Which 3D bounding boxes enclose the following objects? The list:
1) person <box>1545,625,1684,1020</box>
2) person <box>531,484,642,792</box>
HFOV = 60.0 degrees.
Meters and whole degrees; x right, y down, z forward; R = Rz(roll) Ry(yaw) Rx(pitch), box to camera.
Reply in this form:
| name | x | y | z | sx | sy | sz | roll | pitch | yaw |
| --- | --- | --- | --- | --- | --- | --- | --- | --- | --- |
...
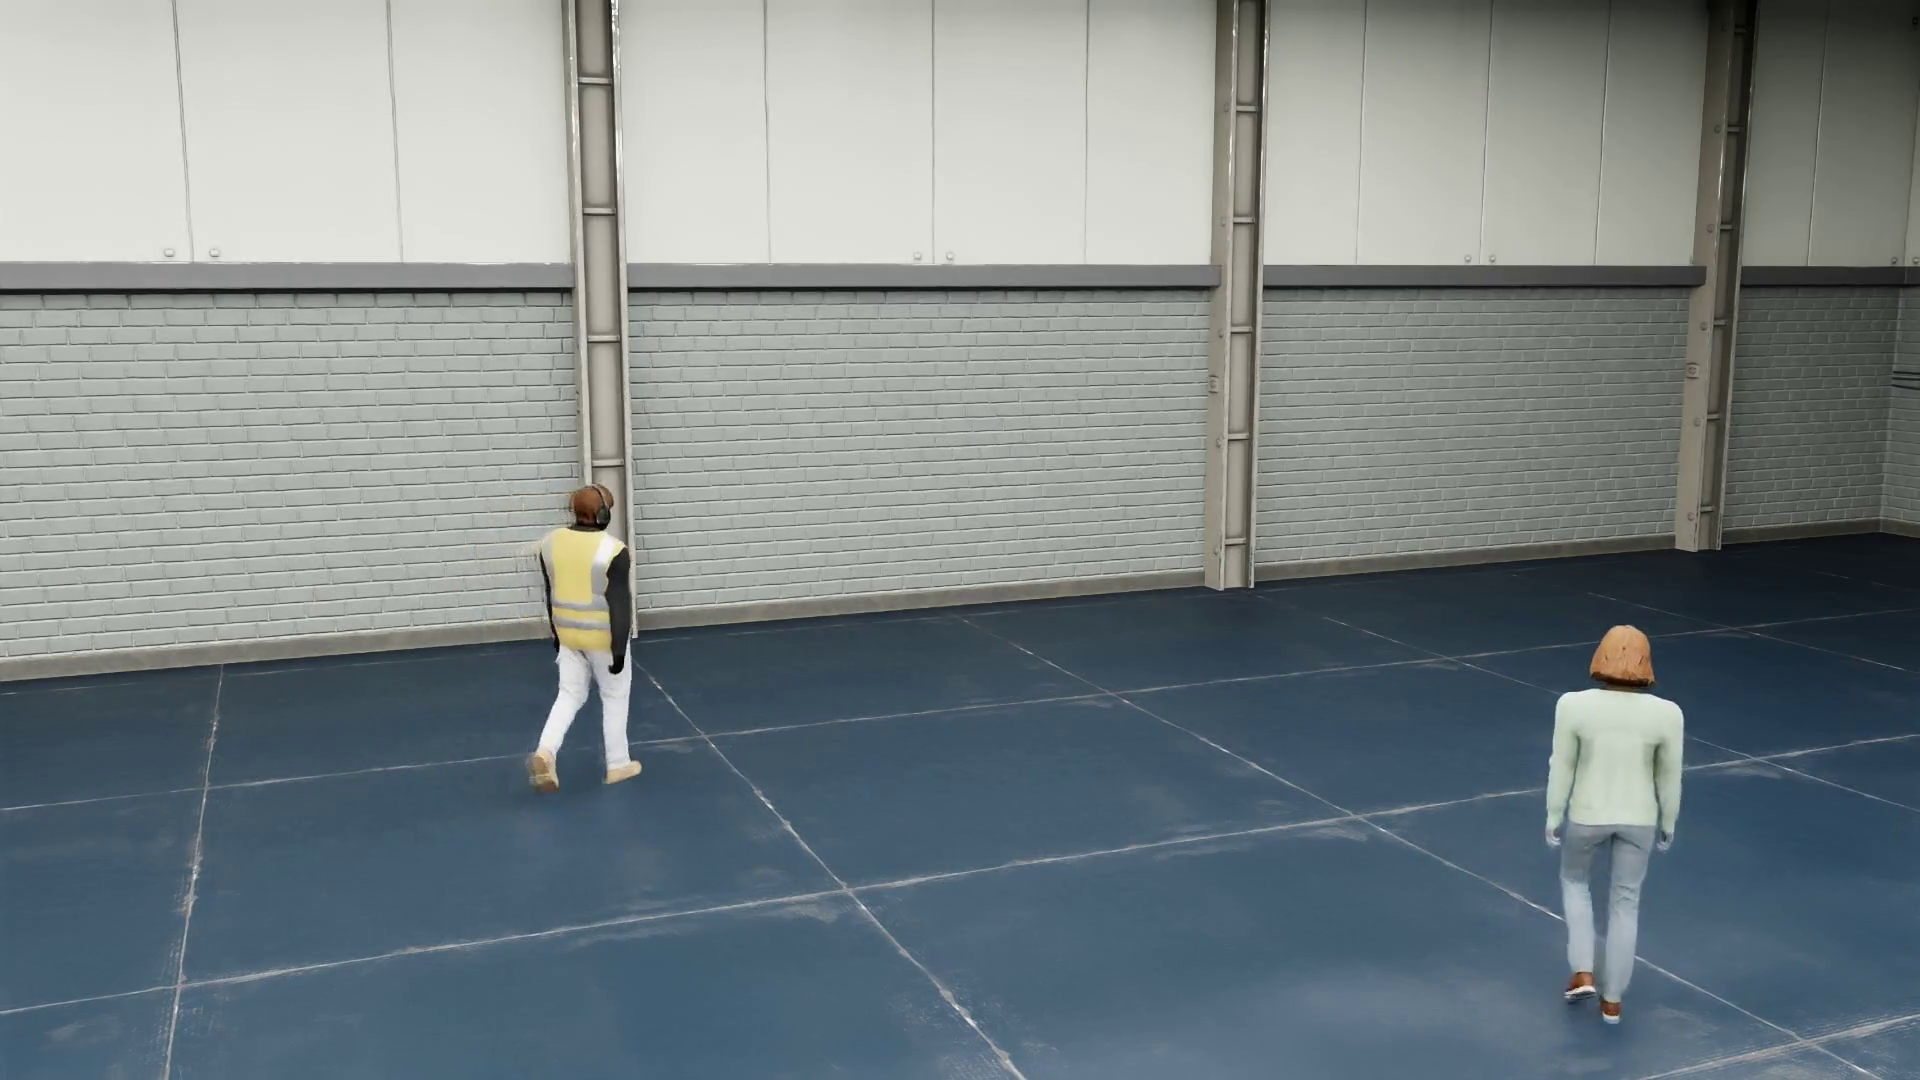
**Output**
| name | x | y | z | sx | sy | sz | roll | pitch | yaw |
| --- | --- | --- | --- | --- | --- | --- | --- | --- | --- |
| person | 2.669 | 1.151 | 6.807 | 0.522 | 1.618 | 0.373 | 2 | 9 | 15 |
| person | -2.202 | 0.585 | 9.736 | 0.618 | 1.825 | 0.760 | 4 | 10 | 22 |
